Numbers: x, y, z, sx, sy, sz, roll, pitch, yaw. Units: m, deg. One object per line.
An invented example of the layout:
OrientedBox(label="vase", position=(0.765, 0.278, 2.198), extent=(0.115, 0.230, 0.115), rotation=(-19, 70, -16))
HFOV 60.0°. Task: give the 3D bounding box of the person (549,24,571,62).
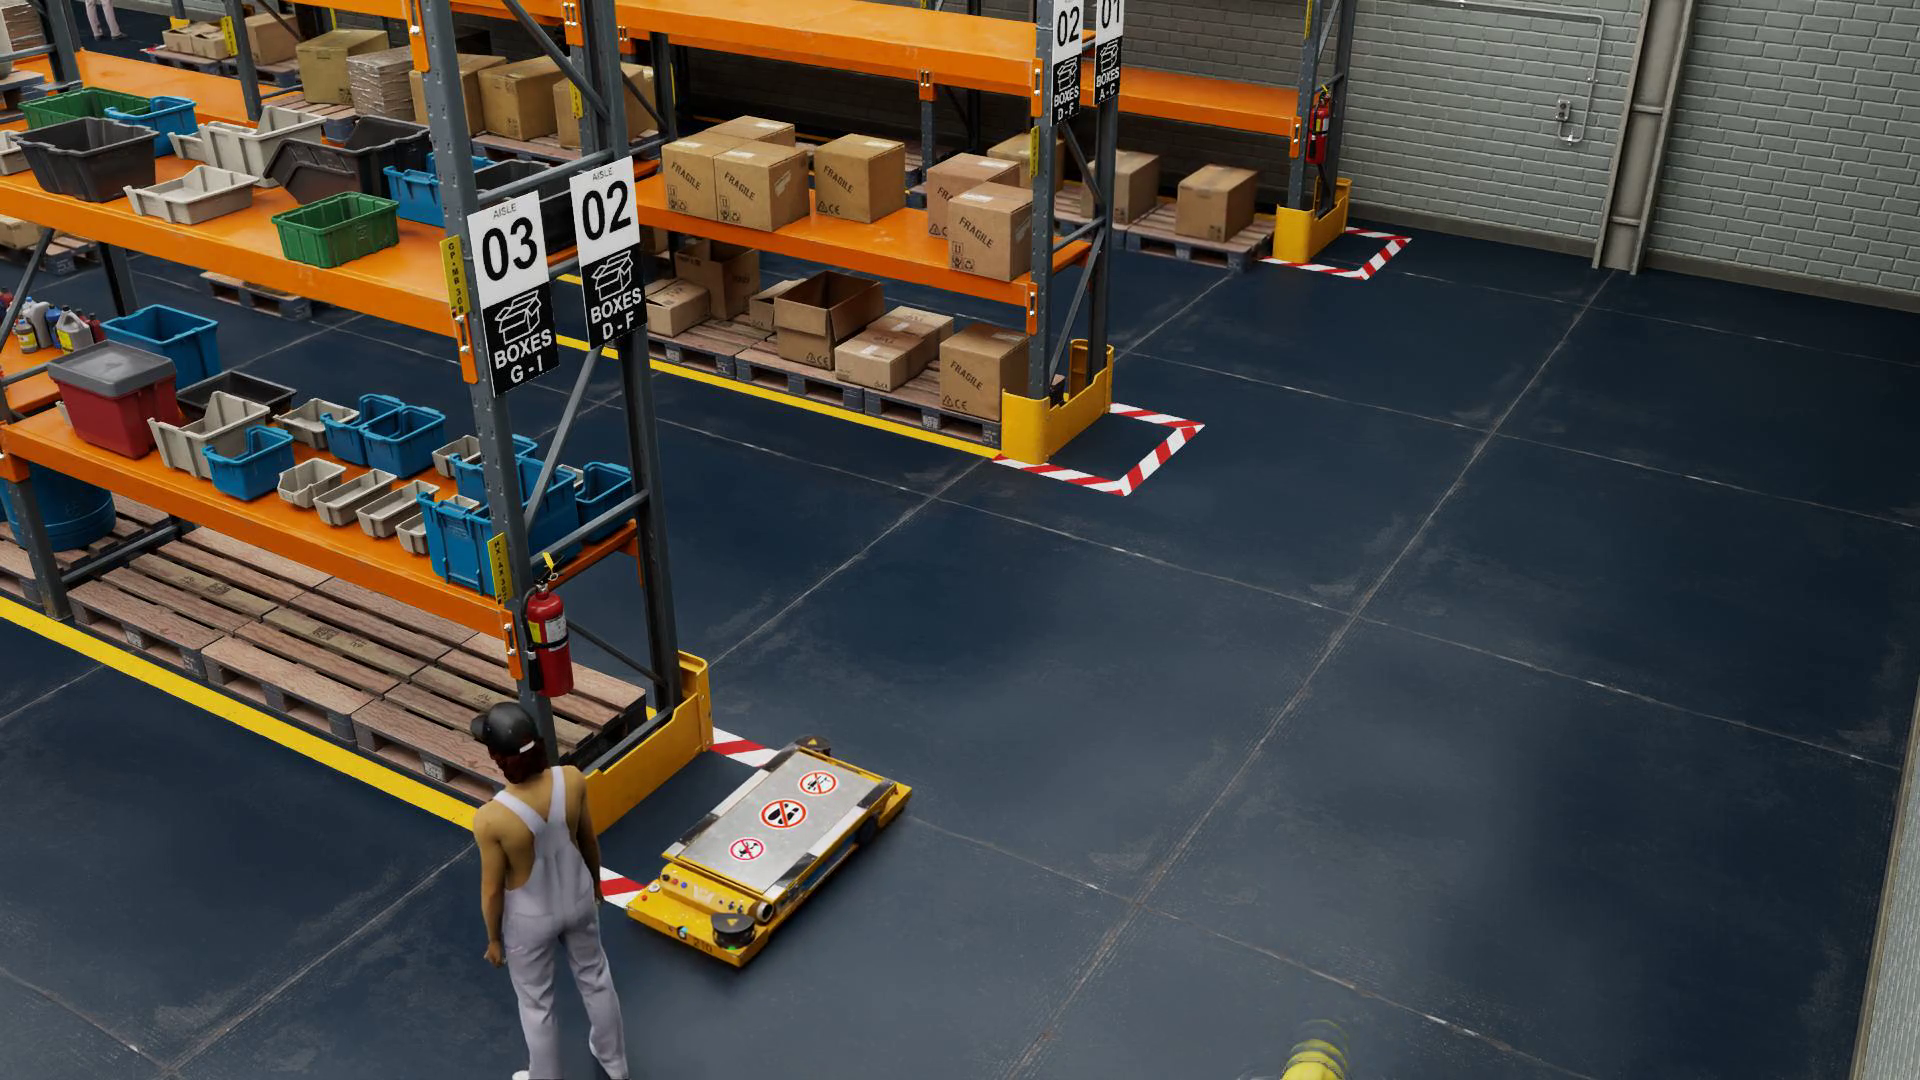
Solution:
OrientedBox(label="person", position=(-3.994, -4.490, 17.232), extent=(0.532, 1.690, 0.322), rotation=(12, 31, 20))

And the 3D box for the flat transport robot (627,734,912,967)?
OrientedBox(label="flat transport robot", position=(-0.887, 1.456, 8.022), extent=(0.659, 0.231, 1.431), rotation=(16, 33, 27))

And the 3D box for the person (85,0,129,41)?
OrientedBox(label="person", position=(-12.126, -7.912, 23.211), extent=(0.562, 1.845, 0.391), rotation=(2, 29, 3))

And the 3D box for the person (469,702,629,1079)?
OrientedBox(label="person", position=(-1.632, 1.411, 6.488), extent=(0.523, 1.851, 0.427), rotation=(-23, 36, -34))

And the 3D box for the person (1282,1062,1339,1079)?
OrientedBox(label="person", position=(1.001, 2.288, 5.025), extent=(0.529, 1.733, 0.837), rotation=(7, 30, 12))
